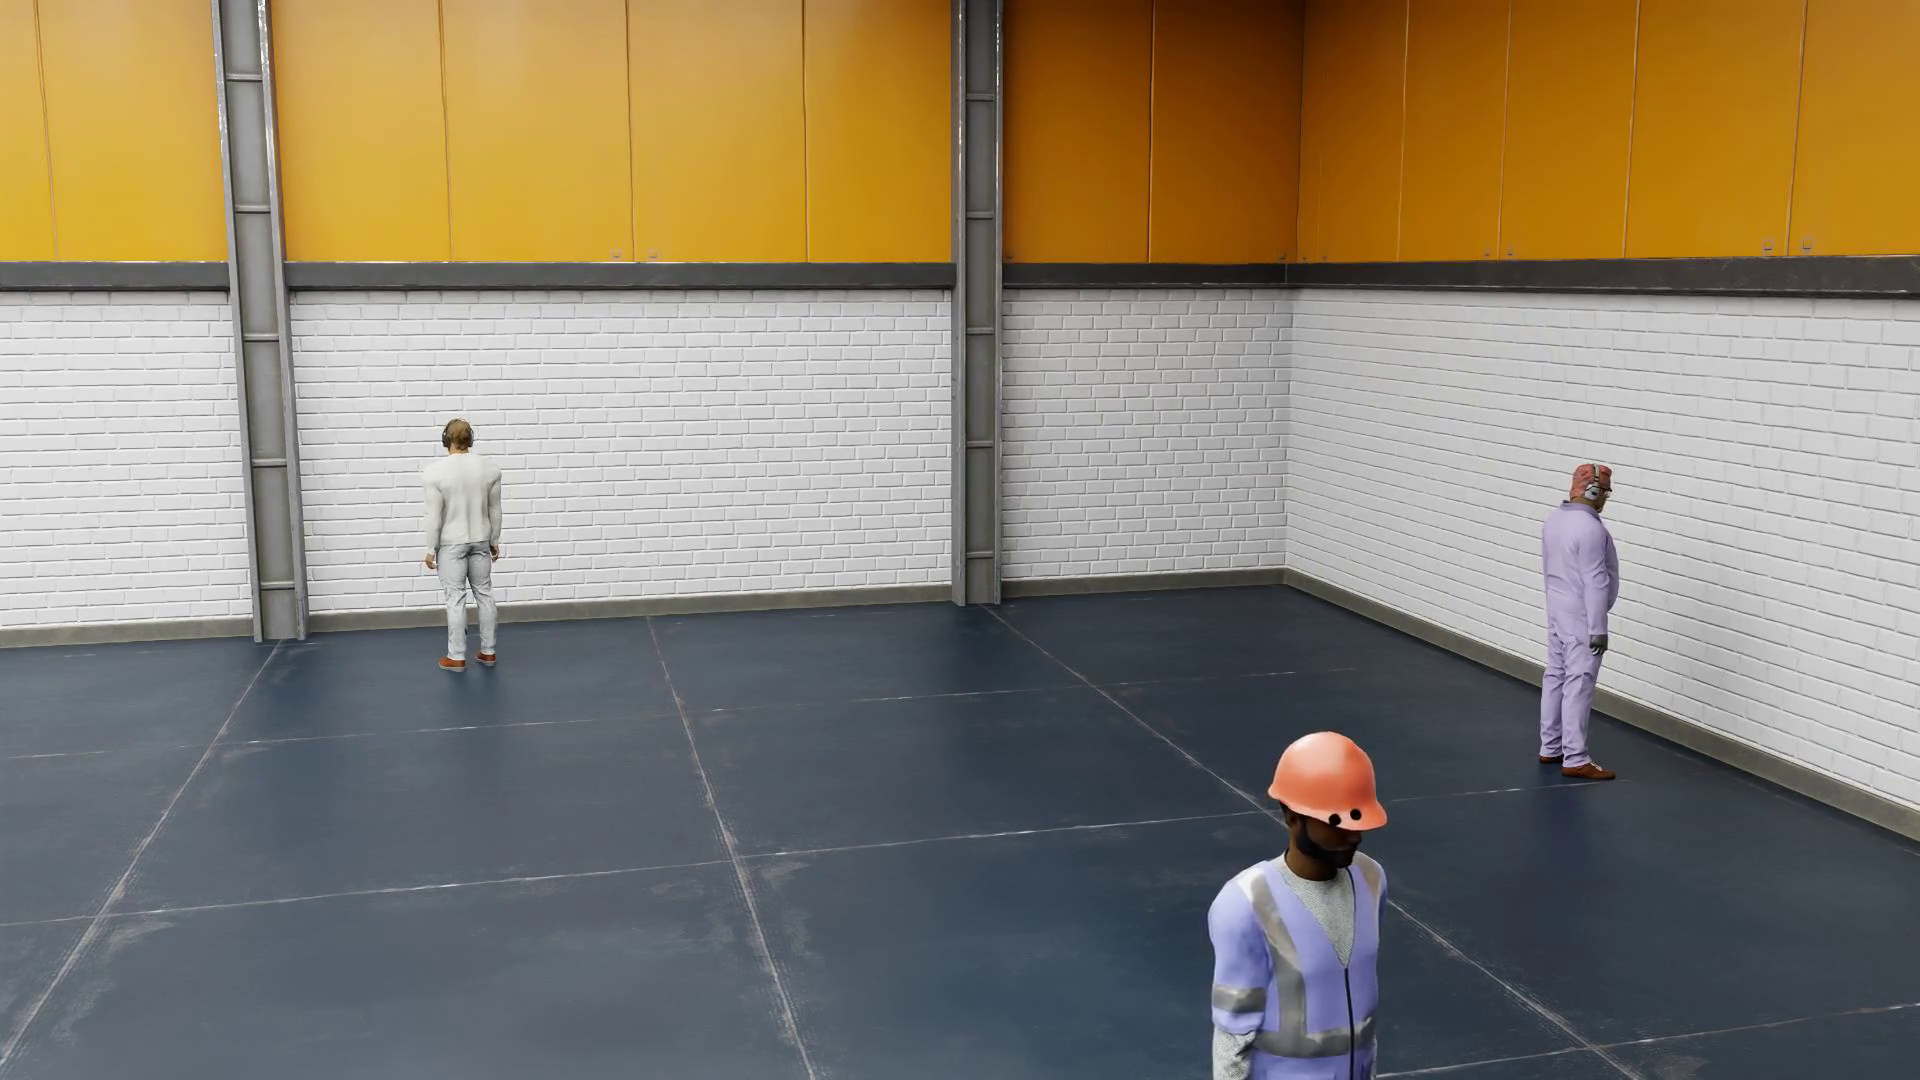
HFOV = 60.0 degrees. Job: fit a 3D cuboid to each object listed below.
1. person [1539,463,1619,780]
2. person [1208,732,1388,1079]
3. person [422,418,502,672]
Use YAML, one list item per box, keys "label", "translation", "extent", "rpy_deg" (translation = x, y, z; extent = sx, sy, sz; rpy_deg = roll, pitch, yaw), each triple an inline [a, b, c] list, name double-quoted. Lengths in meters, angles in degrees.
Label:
- label: "person"
  translation: [3.766, 0.481, 10.077]
  extent: [0.407, 1.902, 0.639]
  rpy_deg: [-1, 9, -5]
- label: "person"
  translation: [0.872, 1.414, 4.140]
  extent: [0.552, 1.934, 0.364]
  rpy_deg: [-6, 11, -34]
- label: "person"
  translation: [-3.801, 0.037, 12.732]
  extent: [0.631, 1.939, 0.369]
  rpy_deg: [-9, 12, -43]
